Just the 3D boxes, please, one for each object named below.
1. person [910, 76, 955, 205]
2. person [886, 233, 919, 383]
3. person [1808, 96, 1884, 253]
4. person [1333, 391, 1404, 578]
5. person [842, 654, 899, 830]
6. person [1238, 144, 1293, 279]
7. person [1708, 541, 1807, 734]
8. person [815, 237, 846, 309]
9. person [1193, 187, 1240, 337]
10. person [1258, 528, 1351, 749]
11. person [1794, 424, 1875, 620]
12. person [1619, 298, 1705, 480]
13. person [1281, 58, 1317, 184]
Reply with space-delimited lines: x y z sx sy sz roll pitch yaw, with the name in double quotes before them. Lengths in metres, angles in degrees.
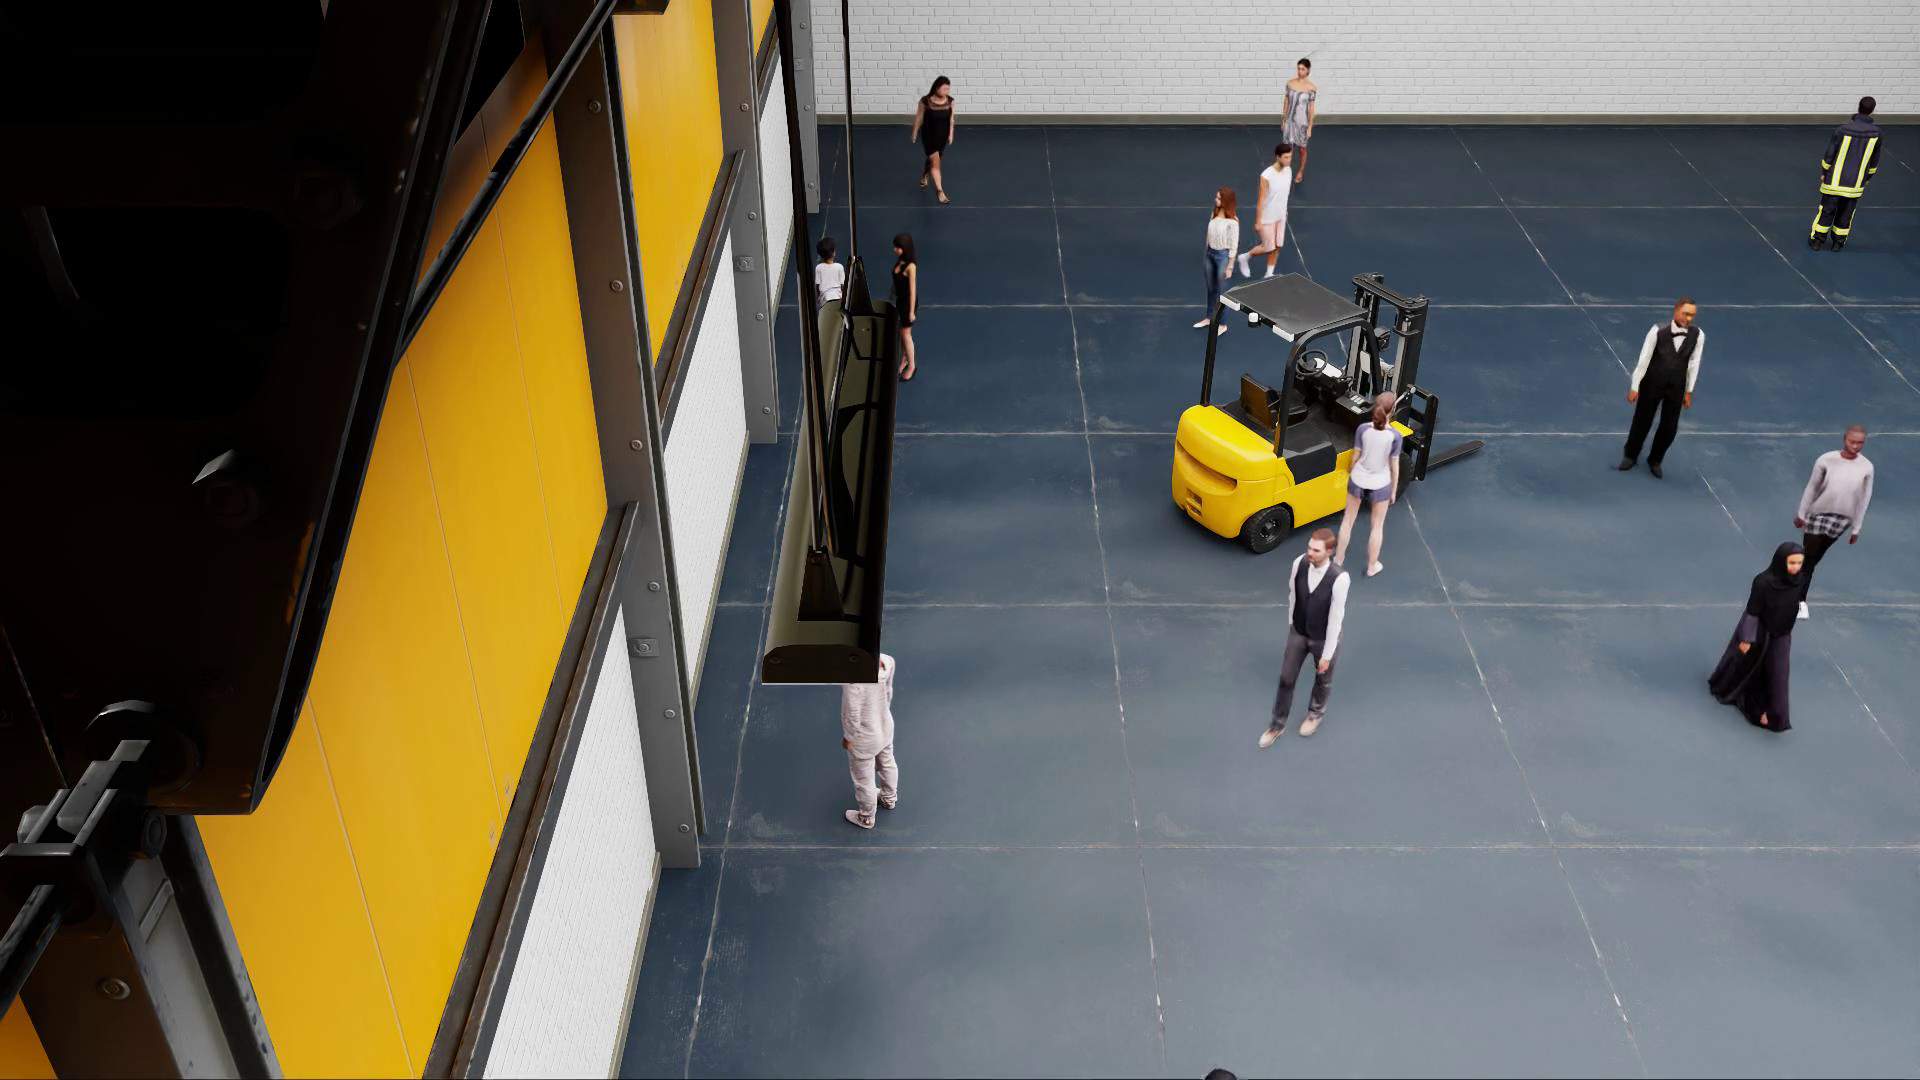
"person" -0.390 -5.277 21.842 0.989 1.654 1.184 -11 35 -16
"person" -0.537 -2.504 17.677 0.705 1.645 0.578 -12 36 -18
"person" 10.880 -4.493 20.417 0.859 1.926 0.774 9 35 13
"person" 3.586 -0.489 14.544 0.680 1.759 0.666 13 36 19
"person" -0.637 1.326 11.873 0.792 1.693 0.706 23 40 30
"person" 3.618 -3.846 19.587 0.914 1.767 0.998 -24 40 -31
"person" 6.230 0.651 12.963 0.721 1.610 1.121 -4 34 -6
"person" -1.423 -2.724 18.359 0.499 1.258 0.510 -3 34 -4
"person" 2.906 -3.126 18.539 0.712 1.728 0.609 -19 38 -26
"person" 2.761 0.675 12.652 0.957 1.915 1.040 23 40 30
"person" 7.390 -0.237 14.178 0.810 1.744 1.112 8 34 12
"person" 6.727 -1.488 15.916 0.772 1.904 0.724 8 34 12
"person" 4.512 -5.477 22.033 0.938 1.776 1.141 18 37 24
